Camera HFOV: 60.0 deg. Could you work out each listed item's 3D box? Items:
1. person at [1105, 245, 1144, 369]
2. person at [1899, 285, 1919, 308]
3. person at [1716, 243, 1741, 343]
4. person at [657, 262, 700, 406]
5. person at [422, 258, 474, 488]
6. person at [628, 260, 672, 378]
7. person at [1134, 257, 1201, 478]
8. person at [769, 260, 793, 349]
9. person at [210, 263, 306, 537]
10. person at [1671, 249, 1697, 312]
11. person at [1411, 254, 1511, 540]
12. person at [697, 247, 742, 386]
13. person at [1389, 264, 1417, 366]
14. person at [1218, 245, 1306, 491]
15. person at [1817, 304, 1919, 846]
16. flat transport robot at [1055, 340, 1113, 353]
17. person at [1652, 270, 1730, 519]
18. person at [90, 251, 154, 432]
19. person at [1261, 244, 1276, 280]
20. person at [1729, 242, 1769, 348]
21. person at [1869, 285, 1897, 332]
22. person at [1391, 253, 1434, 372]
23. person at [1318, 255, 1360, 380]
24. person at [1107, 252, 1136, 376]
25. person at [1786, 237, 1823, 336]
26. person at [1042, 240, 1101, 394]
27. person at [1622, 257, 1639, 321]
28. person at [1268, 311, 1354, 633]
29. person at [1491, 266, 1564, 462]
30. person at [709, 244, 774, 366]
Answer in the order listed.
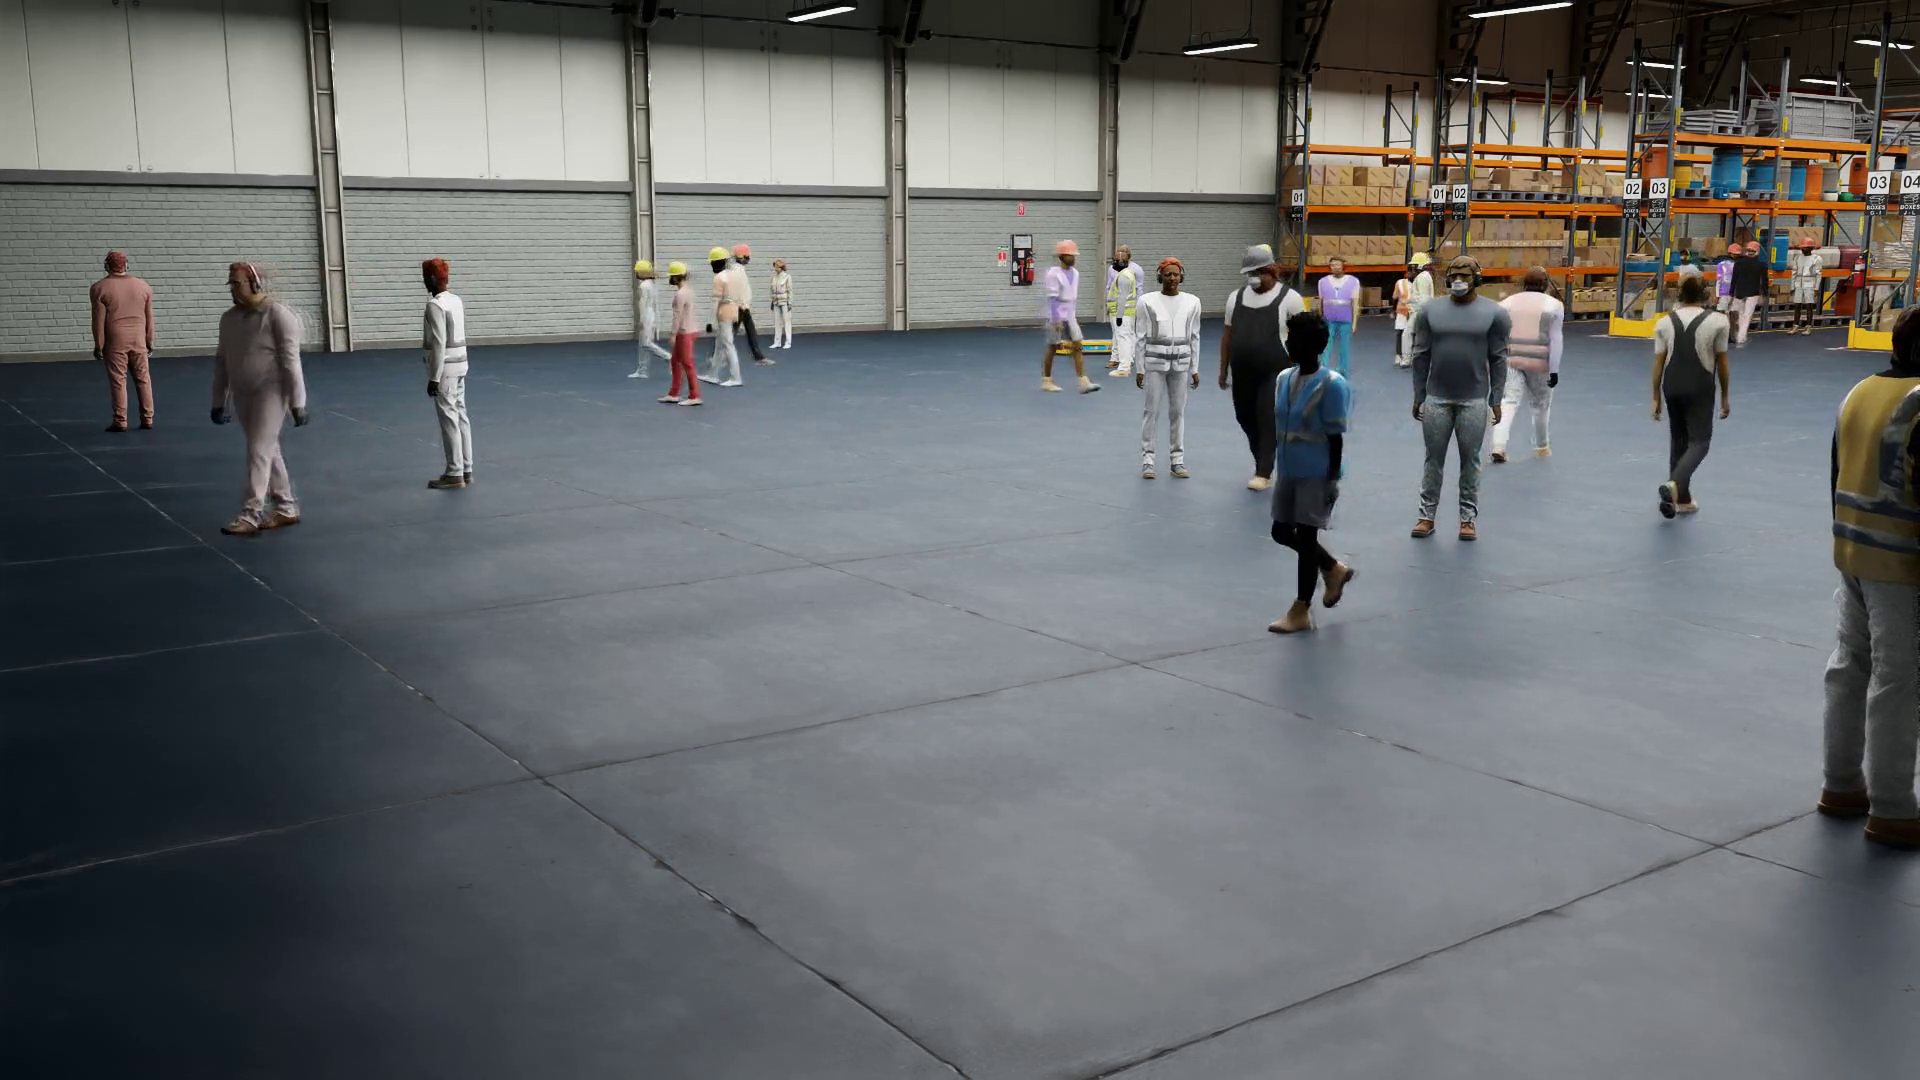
[{"bbox_3d":[2.560,-3.643,26.024,0.627,1.934,0.372,7,12,34],"label":"person"},{"bbox_3d":[19.203,-4.986,33.402,0.625,1.931,0.369,5,11,24],"label":"person"},{"bbox_3d":[14.934,-4.773,32.250,0.540,1.930,0.386,2,10,9],"label":"person"},{"bbox_3d":[-3.483,-2.501,20.235,0.637,1.746,0.553,0,10,-1],"label":"person"},{"bbox_3d":[-4.232,-1.368,13.688,0.342,1.881,0.579,1,10,4],"label":"person"},{"bbox_3d":[-4.507,-3.212,24.220,0.658,1.724,0.492,-1,10,-5],"label":"person"},{"bbox_3d":[1.773,-1.462,14.210,0.575,1.882,0.355,-2,10,-8],"label":"person"},{"bbox_3d":[-3.296,-4.352,30.717,0.515,1.640,0.314,8,13,36],"label":"person"},{"bbox_3d":[-4.929,-0.953,11.447,0.670,1.870,0.897,5,12,26],"label":"person"},{"bbox_3d":[14.612,-4.937,33.472,0.987,1.819,0.536,-4,11,-22],"label":"person"},{"bbox_3d":[3.389,-0.965,11.330,0.628,1.940,0.377,5,11,25],"label":"person"},{"bbox_3d":[-3.364,-3.058,22.888,0.779,1.899,0.615,2,11,11],"label":"person"},{"bbox_3d":[7.025,-3.513,26.093,0.581,1.640,0.840,3,11,16],"label":"person"},{"bbox_3d":[2.522,-1.467,13.801,0.685,2.000,0.873,8,13,37],"label":"person"},{"bbox_3d":[3.233,0.110,5.715,0.430,1.841,0.624,0,10,0],"label":"person"},{"bbox_3d":[2.319,-3.416,29.340,1.431,0.197,0.652,-1,10,-7],"label":"flat transport robot"},{"bbox_3d":[5.291,-1.047,12.113,0.521,1.826,0.792,10,14,44],"label":"person"},{"bbox_3d":[-8.881,-2.100,17.642,0.407,1.908,0.641,8,13,37],"label":"person"},{"bbox_3d":[5.538,-4.388,30.150,0.381,1.917,0.584,1,10,8],"label":"person"},{"bbox_3d":[14.787,-4.573,31.045,0.973,1.948,0.644,-9,14,-40],"label":"person"},{"bbox_3d":[18.734,-4.885,33.777,0.488,1.581,0.835,6,12,29],"label":"person"},{"bbox_3d":[6.874,-3.451,25.295,0.703,1.808,0.627,4,11,22],"label":"person"},{"bbox_3d":[5.041,-2.895,22.275,0.578,1.804,0.872,4,11,23],"label":"person"},{"bbox_3d":[2.386,-3.339,24.637,0.428,1.835,0.627,2,11,10],"label":"person"},{"bbox_3d":[17.657,-5.291,34.764,0.394,2.040,0.610,-7,12,-33],"label":"person"},{"bbox_3d":[1.437,-2.907,21.790,0.611,1.995,1.001,-9,14,-41],"label":"person"},{"bbox_3d":[14.651,-5.402,36.518,0.354,1.620,0.519,-5,12,-27],"label":"person"},{"bbox_3d":[1.868,-0.356,8.707,0.541,1.682,0.537,-5,12,-27],"label":"person"},{"bbox_3d":[5.199,-1.608,15.265,0.638,1.800,0.980,8,13,37],"label":"person"},{"bbox_3d":[-3.533,-3.733,26.499,1.030,1.948,0.638,-2,10,-10],"label":"person"}]
